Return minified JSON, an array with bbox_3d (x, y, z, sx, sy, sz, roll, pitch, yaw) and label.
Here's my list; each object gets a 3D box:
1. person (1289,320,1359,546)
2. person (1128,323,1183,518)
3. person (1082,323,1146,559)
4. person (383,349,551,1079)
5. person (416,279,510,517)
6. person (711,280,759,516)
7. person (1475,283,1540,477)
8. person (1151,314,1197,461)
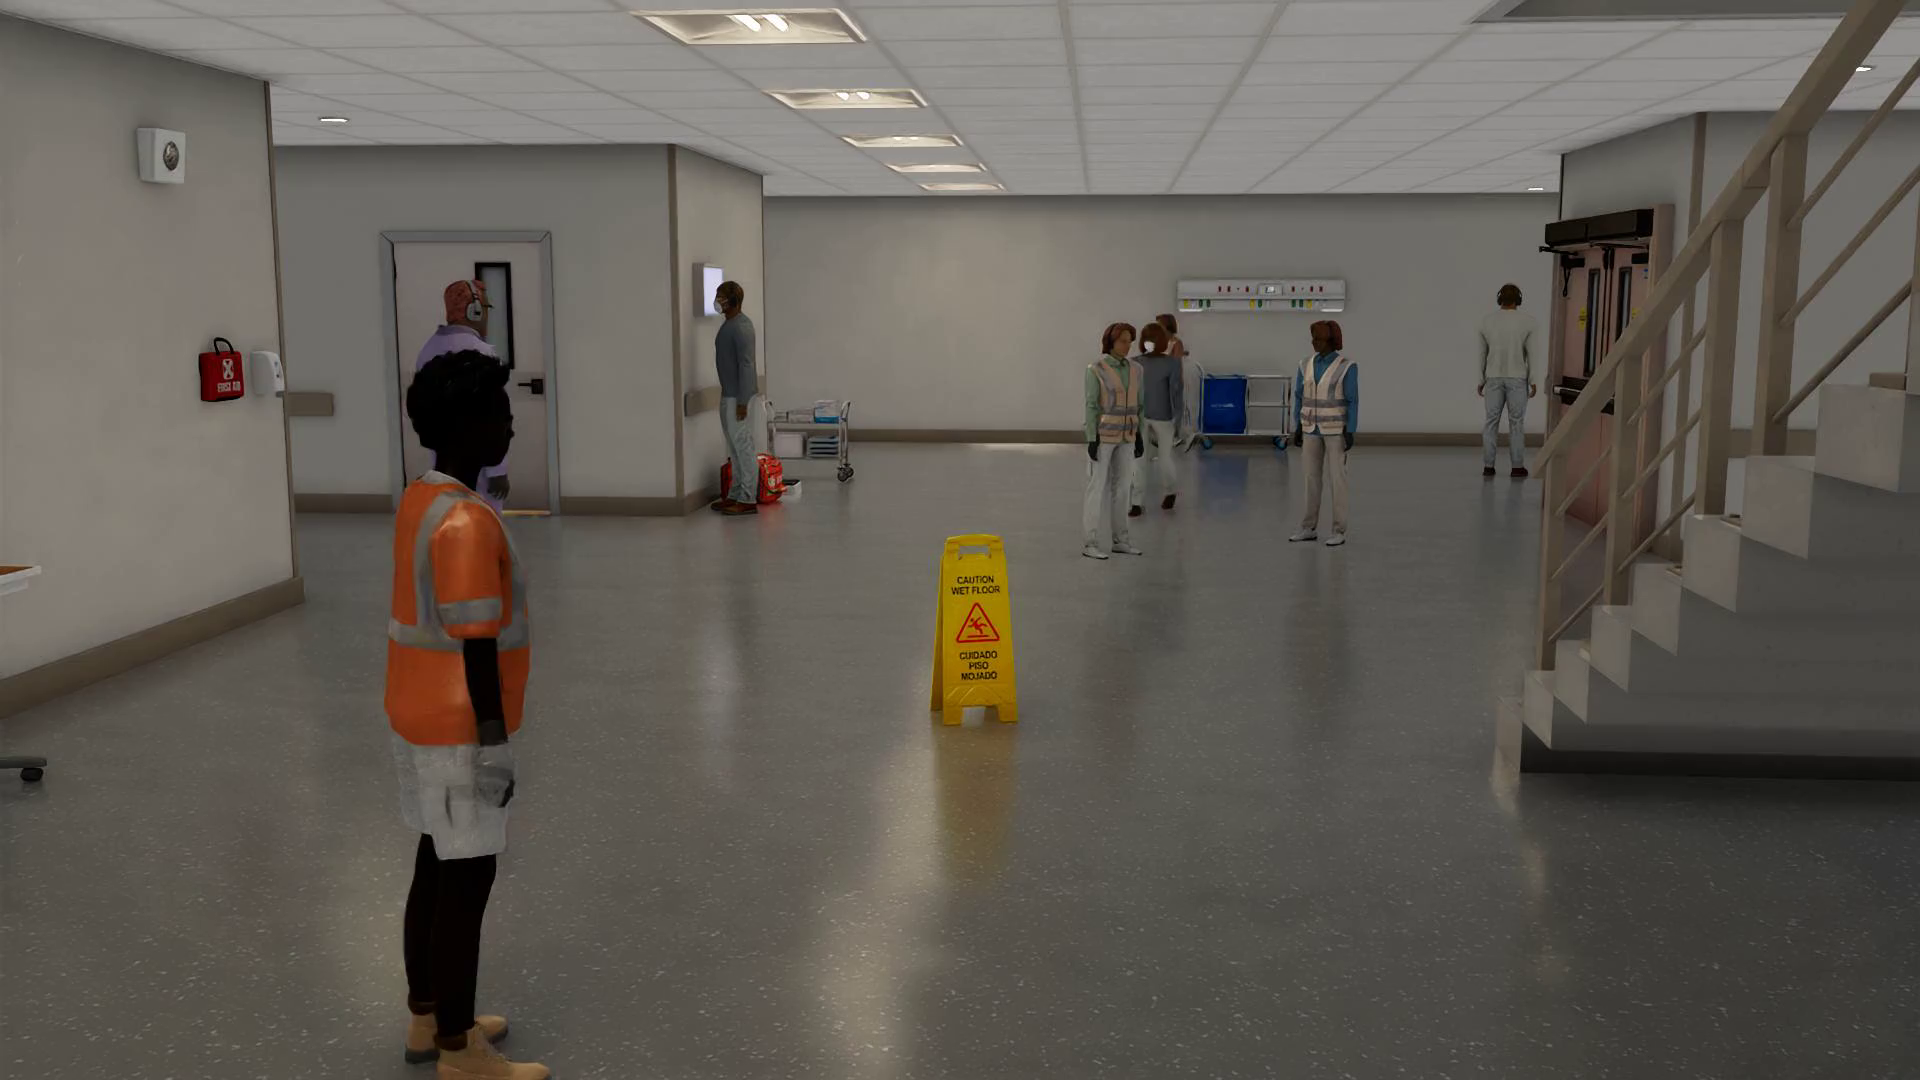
[{"bbox_3d":[2.660,-0.778,12.118,0.313,1.636,0.517,-8,11,-42],"label":"person"},{"bbox_3d":[1.631,-1.012,13.847,0.510,1.597,0.832,4,9,25],"label":"person"},{"bbox_3d":[1.064,-0.683,11.510,0.514,1.630,0.318,-6,10,-36],"label":"person"},{"bbox_3d":[-1.139,0.415,3.802,0.319,1.693,0.586,-5,10,-30],"label":"person"},{"bbox_3d":[-2.552,-0.403,8.702,0.400,1.901,0.644,-8,12,-44],"label":"person"},{"bbox_3d":[-1.860,-1.171,13.773,0.377,1.940,0.628,-3,9,-20],"label":"person"},{"bbox_3d":[5.471,-1.594,16.655,0.630,1.938,0.373,5,10,28],"label":"person"},{"bbox_3d":[2.355,-1.673,18.263,0.552,1.625,0.526,-3,9,-22],"label":"person"}]
